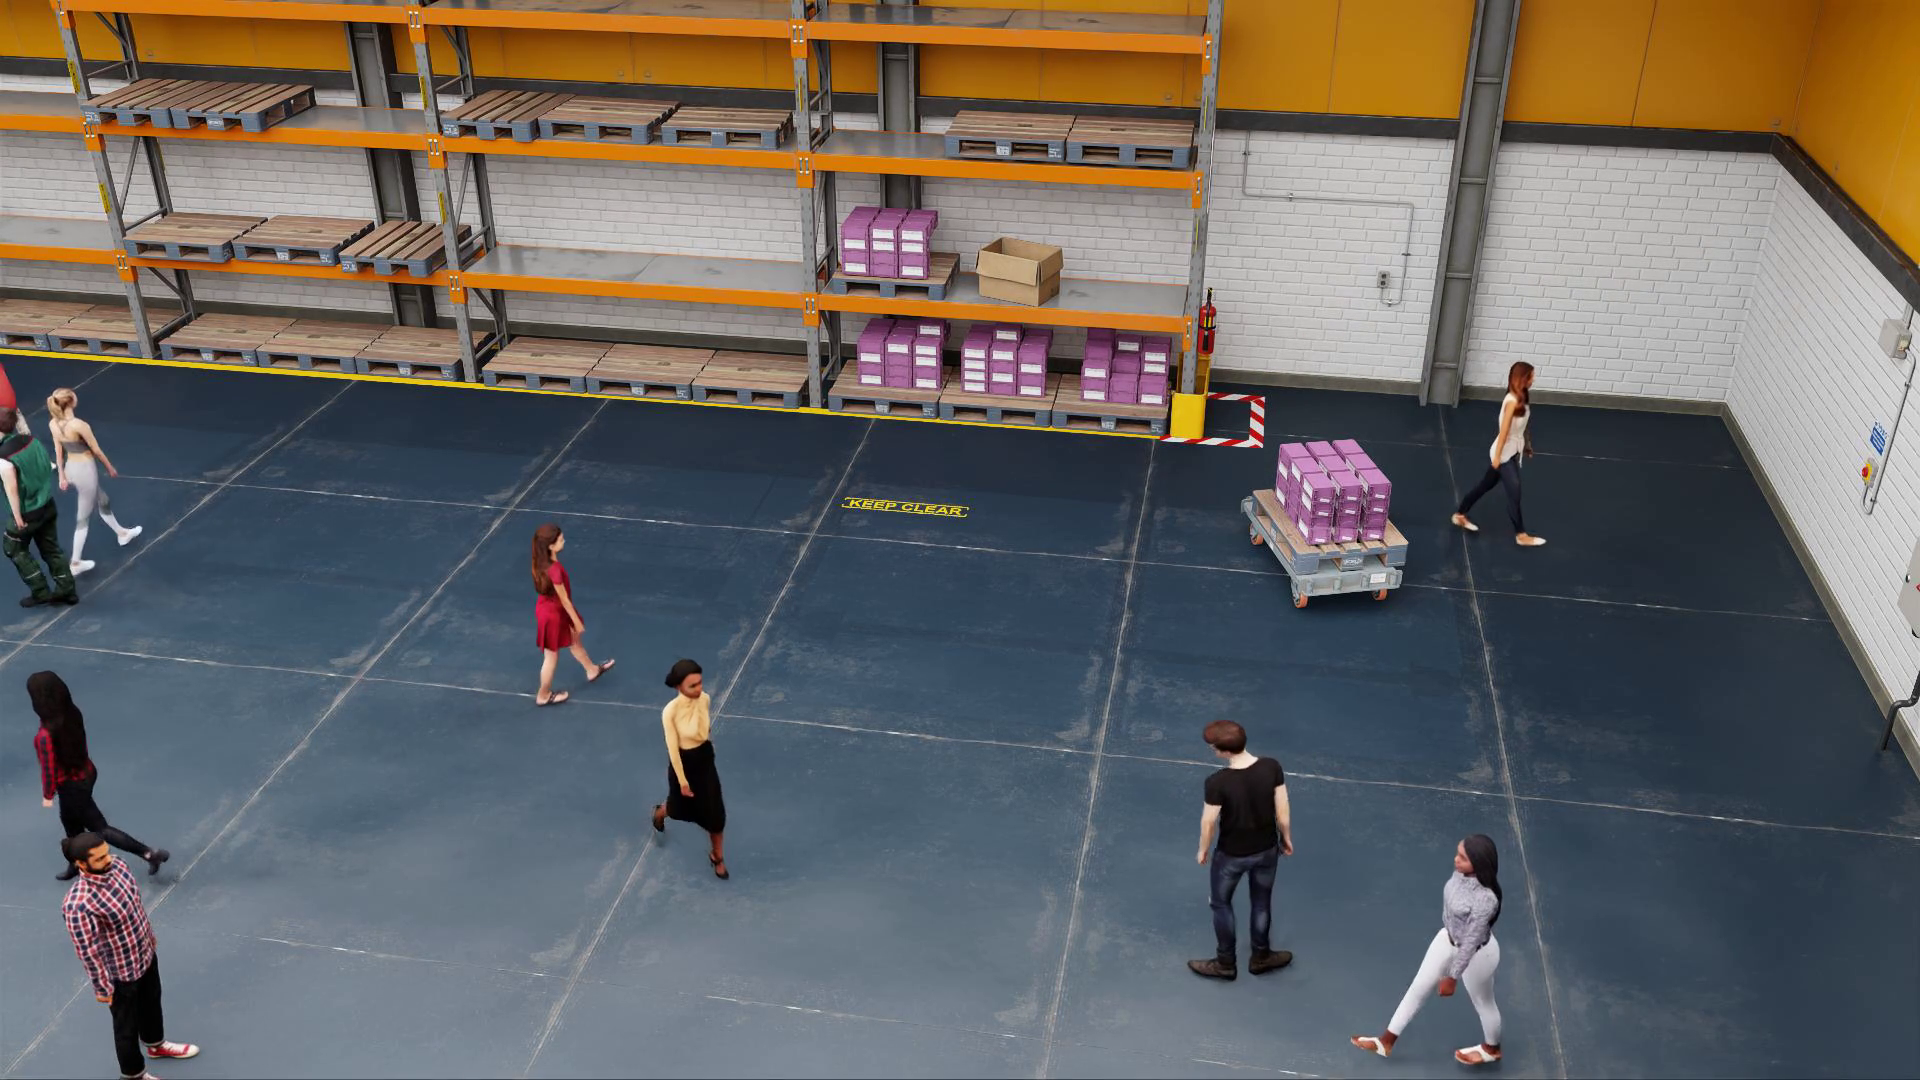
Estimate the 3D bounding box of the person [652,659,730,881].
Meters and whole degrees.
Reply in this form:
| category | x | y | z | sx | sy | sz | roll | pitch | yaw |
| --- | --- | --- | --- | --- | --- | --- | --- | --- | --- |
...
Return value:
| category | x | y | z | sx | sy | sz | roll | pitch | yaw |
| --- | --- | --- | --- | --- | --- | --- | --- | --- | --- |
| person | -1.842 | 1.499 | 11.024 | 0.895 | 1.632 | 1.039 | -25 | 37 | -38 |

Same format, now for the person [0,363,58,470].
| category | x | y | z | sx | sy | sz | roll | pitch | yaw |
| --- | --- | --- | --- | --- | --- | --- | --- | --- | --- |
| person | -9.504 | -1.293 | 16.400 | 0.949 | 1.384 | 0.545 | 6 | 29 | 10 |

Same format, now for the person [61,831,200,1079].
| category | x | y | z | sx | sy | sz | roll | pitch | yaw |
| --- | --- | --- | --- | --- | --- | --- | --- | --- | --- |
| person | -4.704 | 2.343 | 9.341 | 0.634 | 1.761 | 0.714 | 1 | 29 | 1 |

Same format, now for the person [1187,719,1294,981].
| category | x | y | z | sx | sy | sz | roll | pitch | yaw |
| --- | --- | --- | --- | --- | --- | --- | --- | --- | --- |
| person | 1.798 | 1.885 | 10.078 | 0.695 | 1.859 | 0.962 | 1 | 29 | 1 |

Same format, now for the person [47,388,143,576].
| category | x | y | z | sx | sy | sz | roll | pitch | yaw |
| --- | --- | --- | --- | --- | --- | --- | --- | --- | --- |
| person | -7.768 | -0.481 | 14.631 | 1.092 | 1.653 | 0.787 | 11 | 30 | 19 |

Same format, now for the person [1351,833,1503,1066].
| category | x | y | z | sx | sy | sz | roll | pitch | yaw |
| --- | --- | --- | --- | --- | --- | --- | --- | --- | --- |
| person | 2.944 | 2.352 | 9.413 | 1.193 | 1.677 | 0.842 | -2 | 29 | -4 |

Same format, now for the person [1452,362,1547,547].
| category | x | y | z | sx | sy | sz | roll | pitch | yaw |
| --- | --- | --- | --- | --- | --- | --- | --- | --- | --- |
| person | 4.864 | -0.795 | 15.117 | 1.170 | 1.738 | 0.831 | 14 | 32 | 25 |

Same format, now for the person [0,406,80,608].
| category | x | y | z | sx | sy | sz | roll | pitch | yaw |
| --- | --- | --- | --- | --- | --- | --- | --- | --- | --- |
| person | -7.775 | -0.259 | 14.053 | 0.661 | 1.817 | 0.635 | 4 | 29 | 7 |

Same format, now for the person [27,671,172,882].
| category | x | y | z | sx | sy | sz | roll | pitch | yaw |
| --- | --- | --- | --- | --- | --- | --- | --- | --- | --- |
| person | -5.693 | 1.592 | 10.855 | 1.093 | 1.631 | 0.792 | -4 | 29 | -7 |

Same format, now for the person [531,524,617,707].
| category | x | y | z | sx | sy | sz | roll | pitch | yaw |
| --- | --- | --- | --- | --- | --- | --- | --- | --- | --- |
| person | -3.185 | 0.602 | 12.781 | 0.993 | 1.523 | 0.910 | -18 | 33 | -29 |
